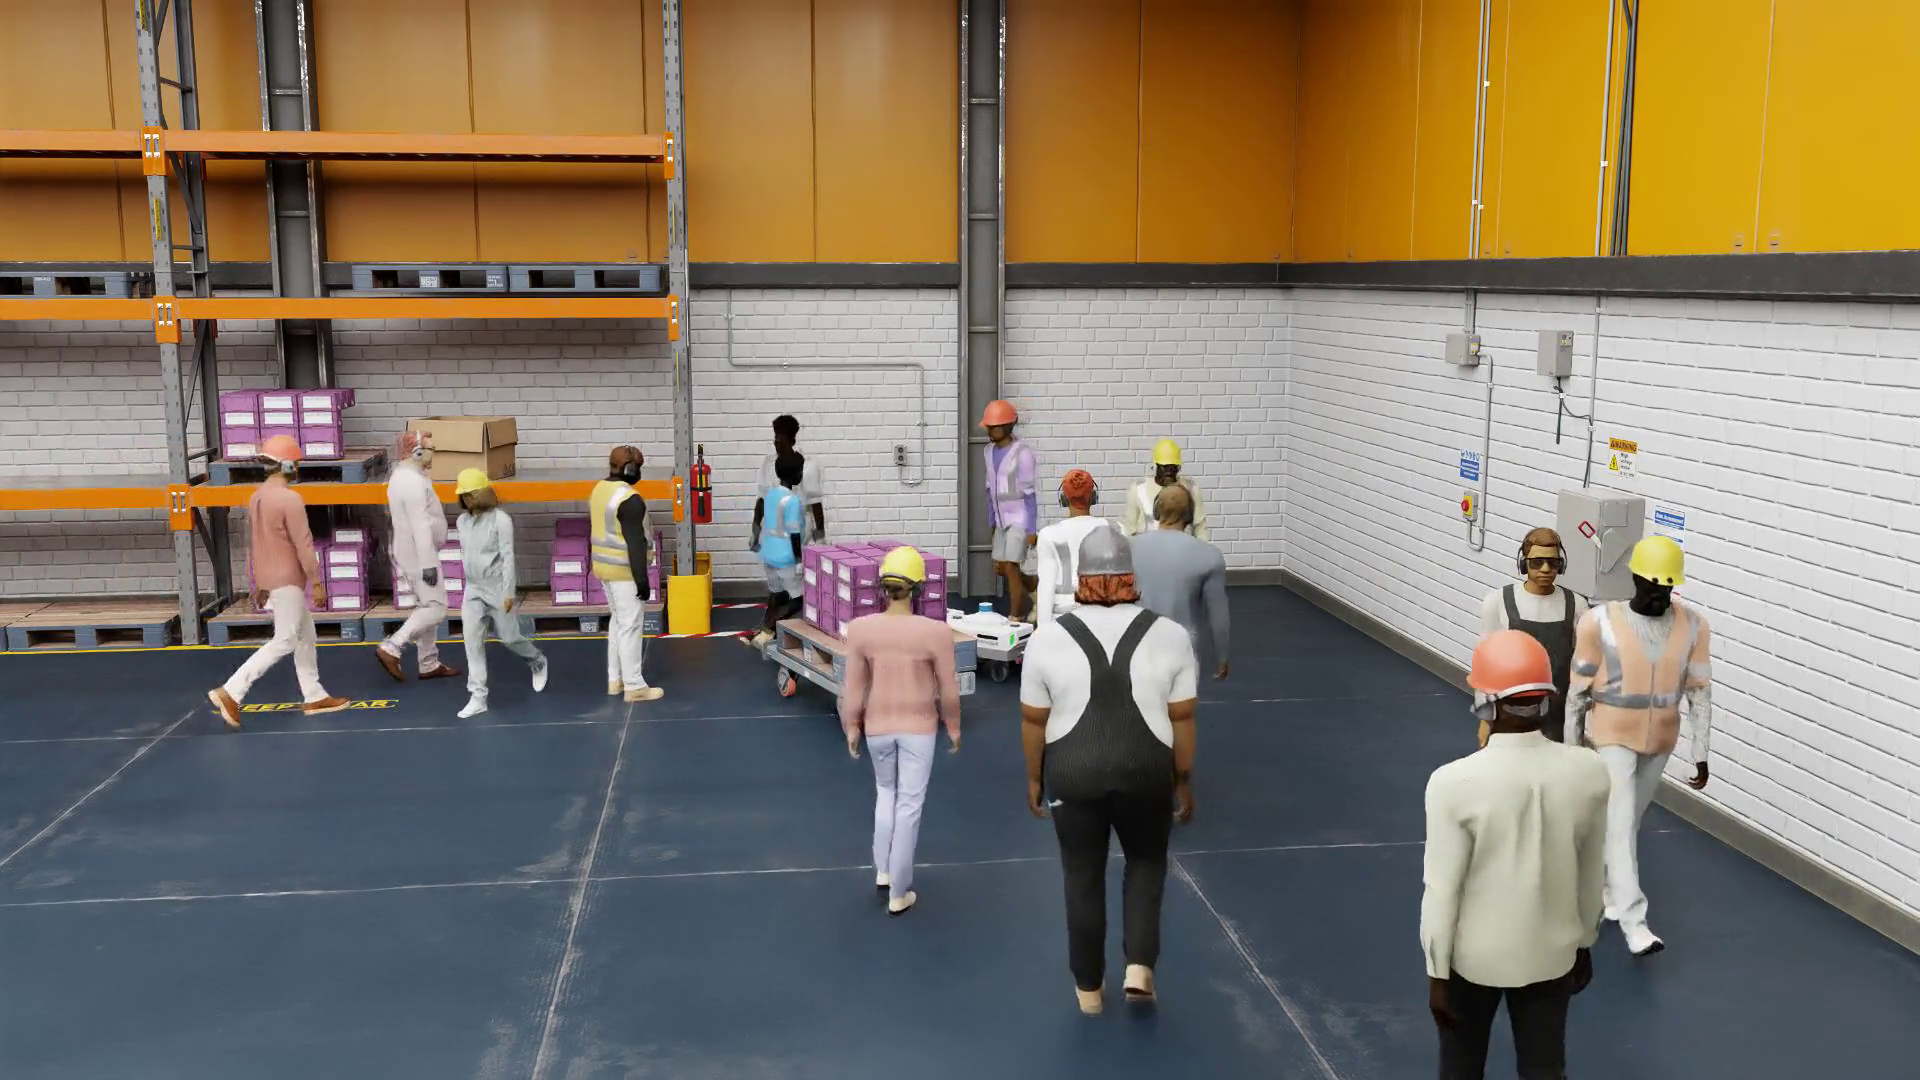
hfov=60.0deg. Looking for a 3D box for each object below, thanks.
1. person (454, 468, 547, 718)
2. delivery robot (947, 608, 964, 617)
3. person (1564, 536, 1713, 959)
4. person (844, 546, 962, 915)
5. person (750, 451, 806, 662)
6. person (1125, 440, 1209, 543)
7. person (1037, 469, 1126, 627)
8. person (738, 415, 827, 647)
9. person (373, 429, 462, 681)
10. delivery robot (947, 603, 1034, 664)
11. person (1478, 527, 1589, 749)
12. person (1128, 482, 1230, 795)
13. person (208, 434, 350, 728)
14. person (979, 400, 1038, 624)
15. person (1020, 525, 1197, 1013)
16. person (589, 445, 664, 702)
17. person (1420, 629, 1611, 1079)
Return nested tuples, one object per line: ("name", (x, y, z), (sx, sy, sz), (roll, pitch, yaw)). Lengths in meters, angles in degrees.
("person", (-3.242, 0.327, 11.598), (0.496, 1.707, 0.773), (4, 10, 21))
("delivery robot", (-0.308, 0.630, 13.021), (0.707, 0.478, 0.477), (8, 12, 42))
("person", (3.077, 0.910, 7.470), (0.590, 1.865, 0.988), (0, 9, -2))
("person", (-0.258, 0.892, 7.947), (0.539, 1.745, 0.528), (3, 10, 17))
("person", (-1.395, 0.148, 12.802), (0.452, 1.678, 0.560), (-5, 11, -31))
("person", (1.570, 0.129, 12.628), (0.603, 1.784, 0.953), (-2, 9, -10))
("person", (0.716, 0.514, 9.899), (0.572, 1.885, 0.358), (-3, 10, -19))
("person", (-1.420, -0.081, 13.601), (1.051, 1.894, 0.628), (-9, 13, -44))
("person", (-4.026, 0.133, 12.237), (0.550, 1.895, 0.672), (-4, 10, -25))
("delivery robot", (0.195, 0.715, 12.492), (0.707, 0.478, 0.477), (6, 11, 33))
("person", (2.721, 0.849, 7.932), (0.506, 1.847, 0.350), (0, 9, 2))
("person", (1.160, 0.621, 9.250), (0.646, 1.887, 1.041), (4, 10, 26))
("person", (-4.616, 0.277, 11.162), (0.895, 1.961, 0.624), (-8, 12, -42))
("person", (0.488, -0.172, 13.821), (0.767, 2.013, 0.621), (-6, 11, -35))
("person", (0.596, 0.934, 6.794), (0.710, 2.000, 0.536), (0, 9, 3))
("person", (-2.377, 0.242, 11.793), (0.437, 1.829, 0.642), (-6, 11, -33))
("person", (1.692, 1.252, 5.033), (0.624, 1.974, 0.833), (-1, 9, -7))
